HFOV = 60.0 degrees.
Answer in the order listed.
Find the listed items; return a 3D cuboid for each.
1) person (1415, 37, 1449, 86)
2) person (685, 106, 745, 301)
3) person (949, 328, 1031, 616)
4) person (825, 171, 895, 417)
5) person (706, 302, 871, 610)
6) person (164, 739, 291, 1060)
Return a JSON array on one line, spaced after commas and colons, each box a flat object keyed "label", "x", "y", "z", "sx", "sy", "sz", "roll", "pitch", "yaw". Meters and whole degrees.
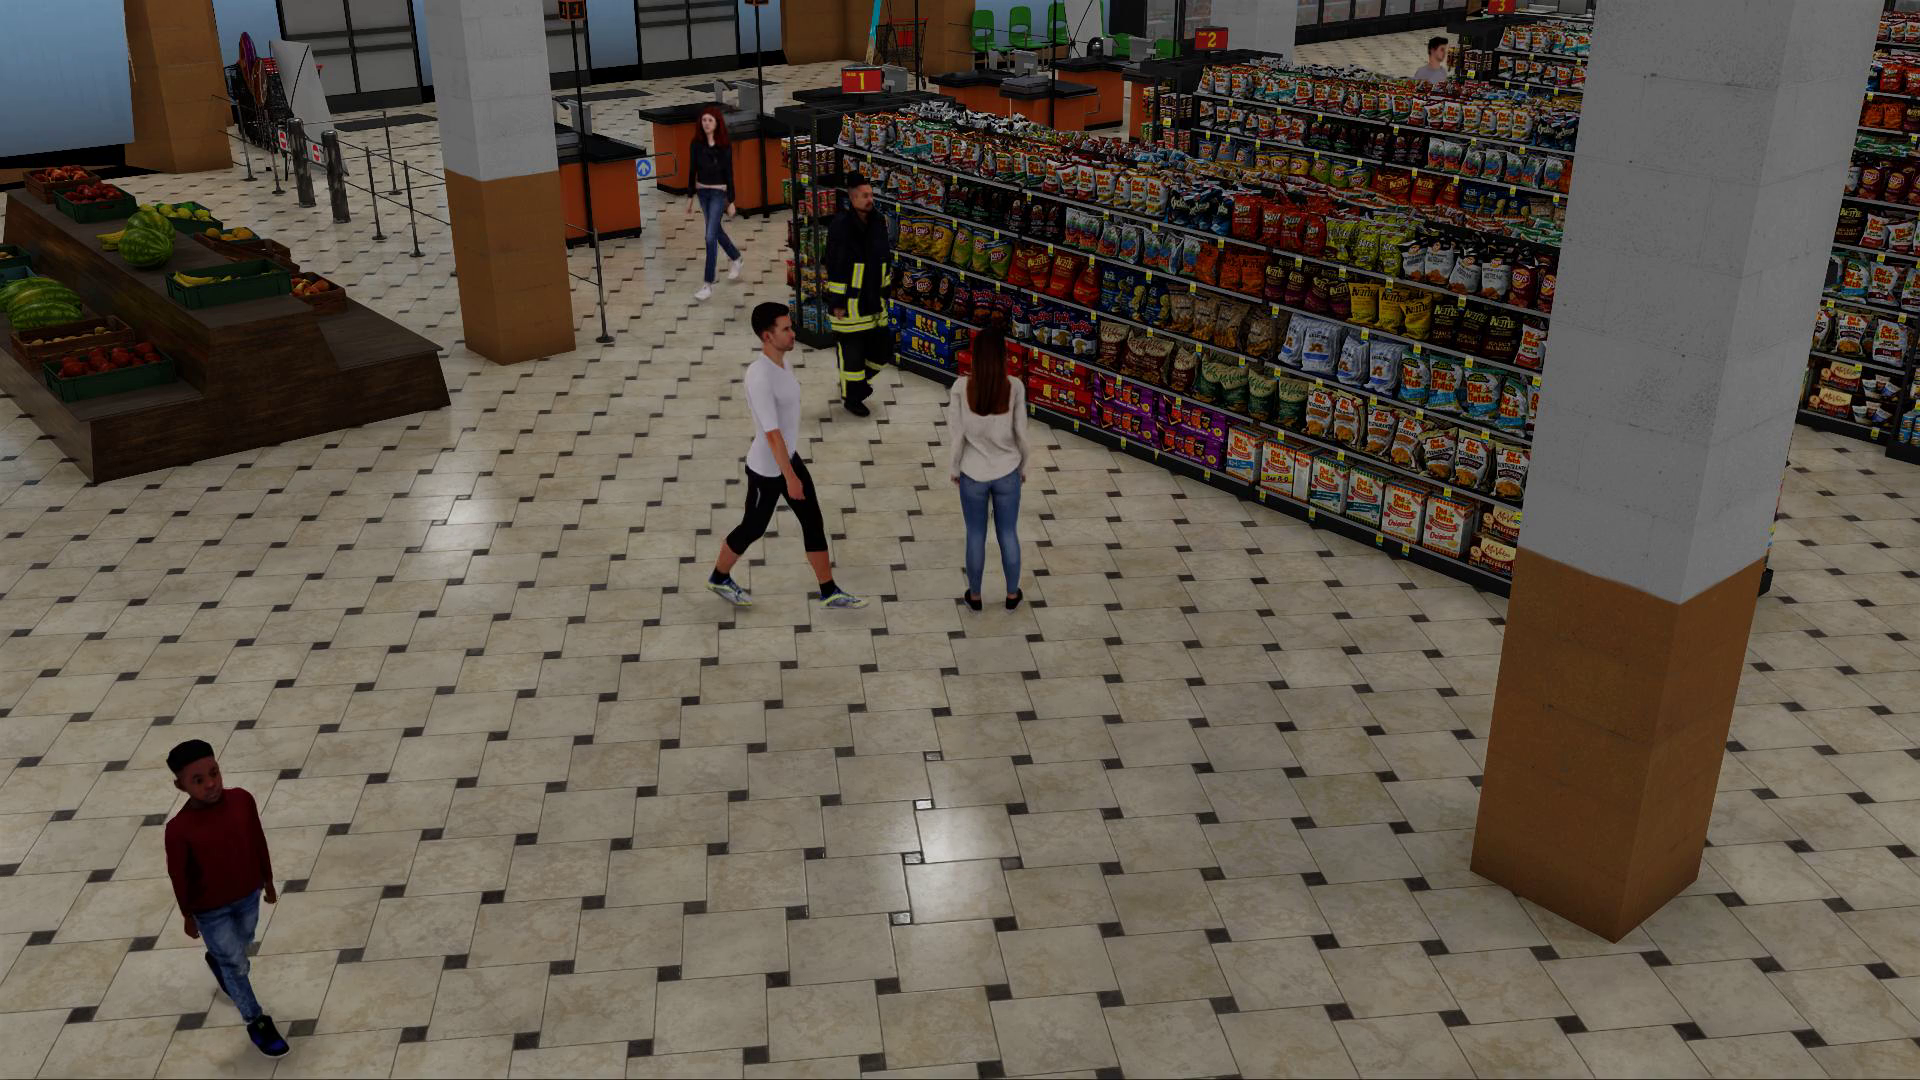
[{"label": "person", "x": 5.461, "y": -4.983, "z": 19.735, "sx": 0.789, "sy": 1.861, "sz": 1.106, "roll": -13, "pitch": 27, "yaw": -27}, {"label": "person", "x": -2.317, "y": -3.232, "z": 15.872, "sx": 1.244, "sy": 1.748, "sz": 1.048, "roll": 9, "pitch": 25, "yaw": 21}, {"label": "person", "x": 0.174, "y": -0.380, "z": 9.427, "sx": 0.703, "sy": 1.691, "sz": 0.751, "roll": 0, "pitch": 24, "yaw": 1}, {"label": "person", "x": -0.828, "y": -1.898, "z": 12.694, "sx": 0.750, "sy": 1.854, "sz": 0.781, "roll": -18, "pitch": 29, "yaw": -35}, {"label": "person", "x": -1.131, "y": -0.415, "z": 9.359, "sx": 1.309, "sy": 1.811, "sz": 1.096, "roll": 7, "pitch": 25, "yaw": 15}, {"label": "person", "x": -2.762, "y": 1.289, "z": 6.180, "sx": 0.899, "sy": 1.237, "sz": 0.630, "roll": 16, "pitch": 28, "yaw": 33}]
